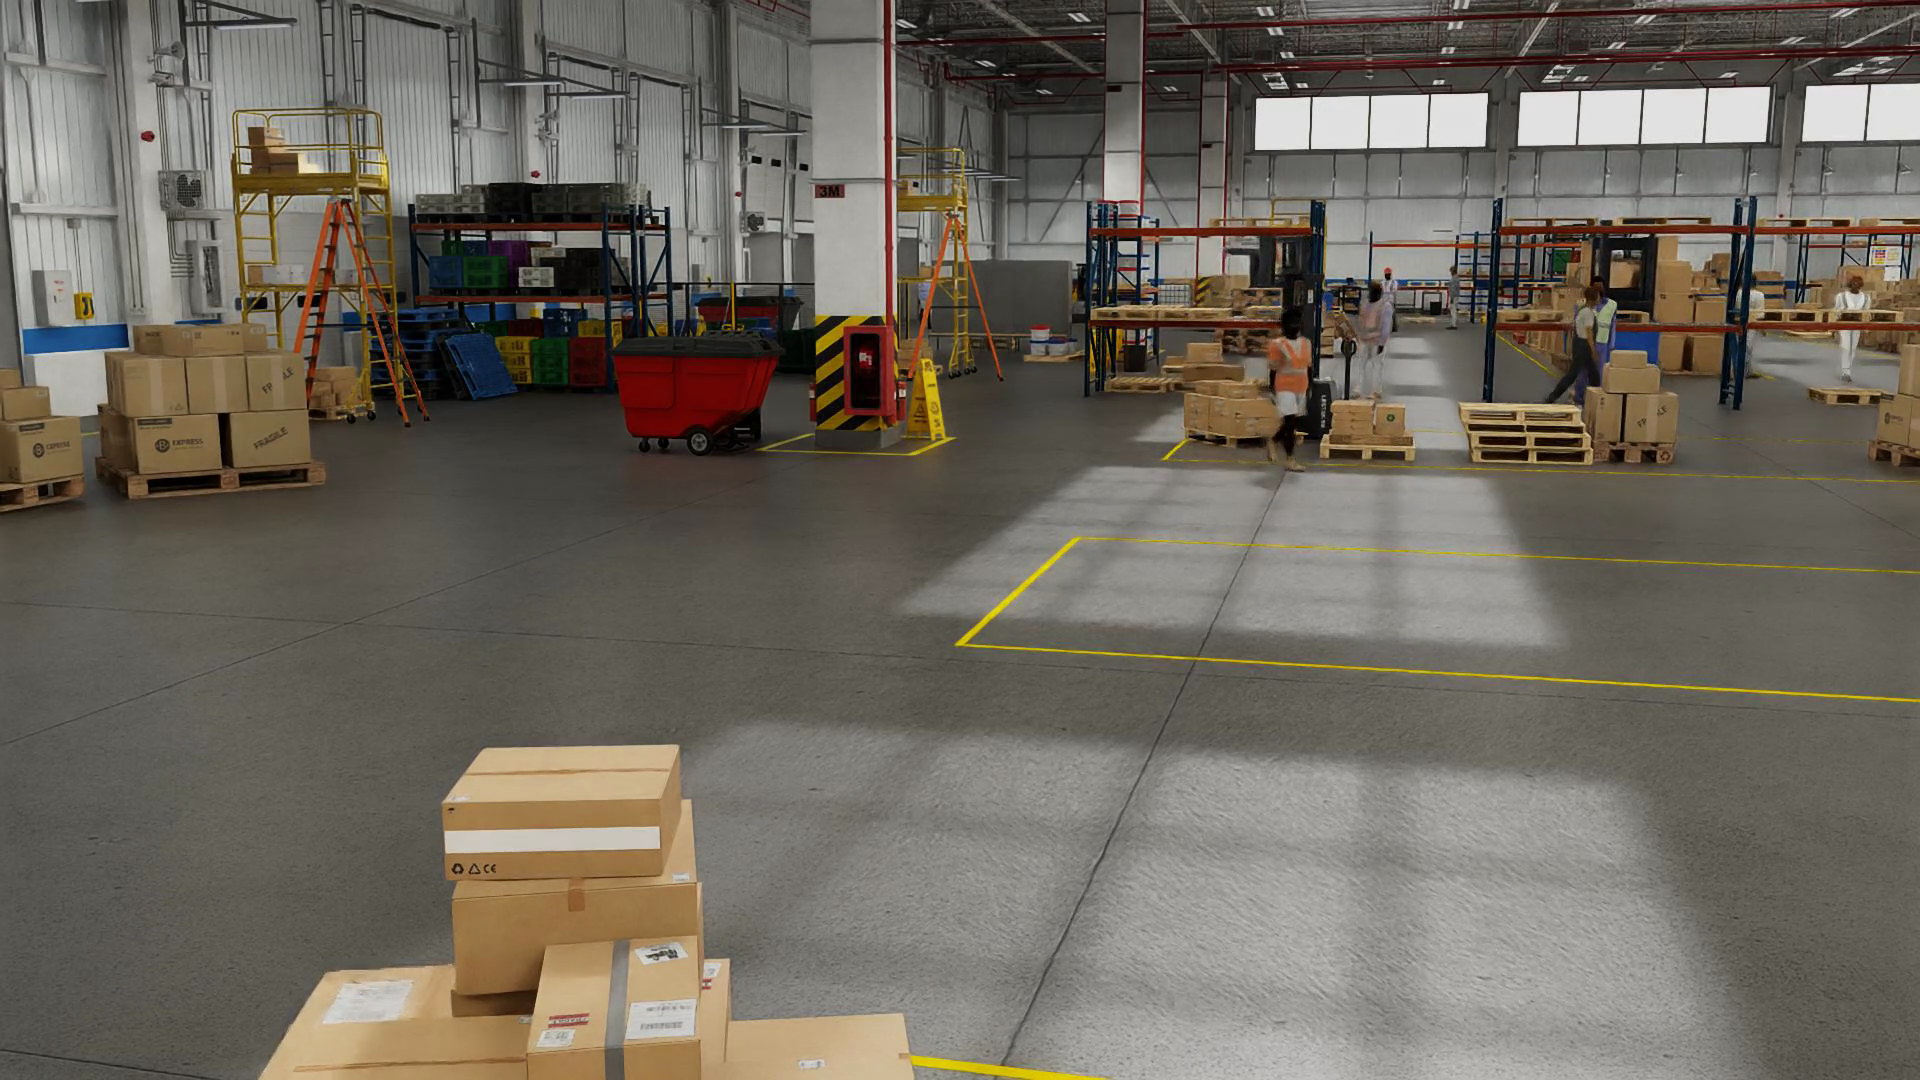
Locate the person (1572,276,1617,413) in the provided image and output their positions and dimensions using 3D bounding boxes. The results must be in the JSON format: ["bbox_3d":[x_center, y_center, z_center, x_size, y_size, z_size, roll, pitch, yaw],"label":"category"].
[{"bbox_3d":[8.892,-2.738,23.354,0.597,1.918,0.383,1,10,6],"label":"person"}]

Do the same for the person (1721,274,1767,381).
[{"bbox_3d":[13.923,-3.774,29.515,0.968,1.905,0.631,-3,10,-17],"label":"person"}]

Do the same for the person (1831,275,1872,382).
[{"bbox_3d":[15.589,-3.669,28.989,0.596,1.859,0.779,1,10,5],"label":"person"}]

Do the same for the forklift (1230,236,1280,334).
[{"bbox_3d":[8.545,-7.098,46.196,1.873,2.768,1.129,4,10,22],"label":"forklift"}]

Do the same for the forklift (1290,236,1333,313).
[{"bbox_3d":[10.462,-7.945,51.181,1.873,2.768,1.129,-2,10,-12],"label":"forklift"}]

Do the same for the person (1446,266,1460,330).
[{"bbox_3d":[14.943,-7.325,50.331,0.354,1.931,0.627,4,10,22],"label":"person"}]

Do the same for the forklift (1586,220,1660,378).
[{"bbox_3d":[11.641,-4.206,29.171,1.129,2.768,1.873,2,10,14],"label":"forklift"}]

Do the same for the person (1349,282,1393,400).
[{"bbox_3d":[6.241,-3.010,25.320,0.658,1.796,0.843,9,13,42],"label":"person"}]

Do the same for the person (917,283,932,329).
[{"bbox_3d":[-1.033,-7.368,50.593,0.544,1.930,0.389,-4,11,-24],"label":"person"}]

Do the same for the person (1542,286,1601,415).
[{"bbox_3d":[8.448,-2.563,22.693,0.950,1.793,0.589,4,11,24],"label":"person"}]

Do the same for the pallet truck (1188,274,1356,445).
[{"bbox_3d":[3.653,-2.138,19.590,1.885,1.965,0.823,-4,10,-20],"label":"pallet truck"}]

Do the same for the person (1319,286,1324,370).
[{"bbox_3d":[6.852,-4.125,32.060,0.486,1.737,0.322,-9,13,-41],"label":"person"}]

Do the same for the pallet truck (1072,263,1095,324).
[{"bbox_3d":[4.325,-8.180,55.162,0.823,1.965,1.885,6,11,31],"label":"pallet truck"}]

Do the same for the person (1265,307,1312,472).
[{"bbox_3d":[3.344,-1.549,17.055,0.538,1.673,0.651,-5,11,-29],"label":"person"}]

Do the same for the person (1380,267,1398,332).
[{"bbox_3d":[12.473,-6.976,48.356,0.552,1.906,0.905,8,13,40],"label":"person"}]
